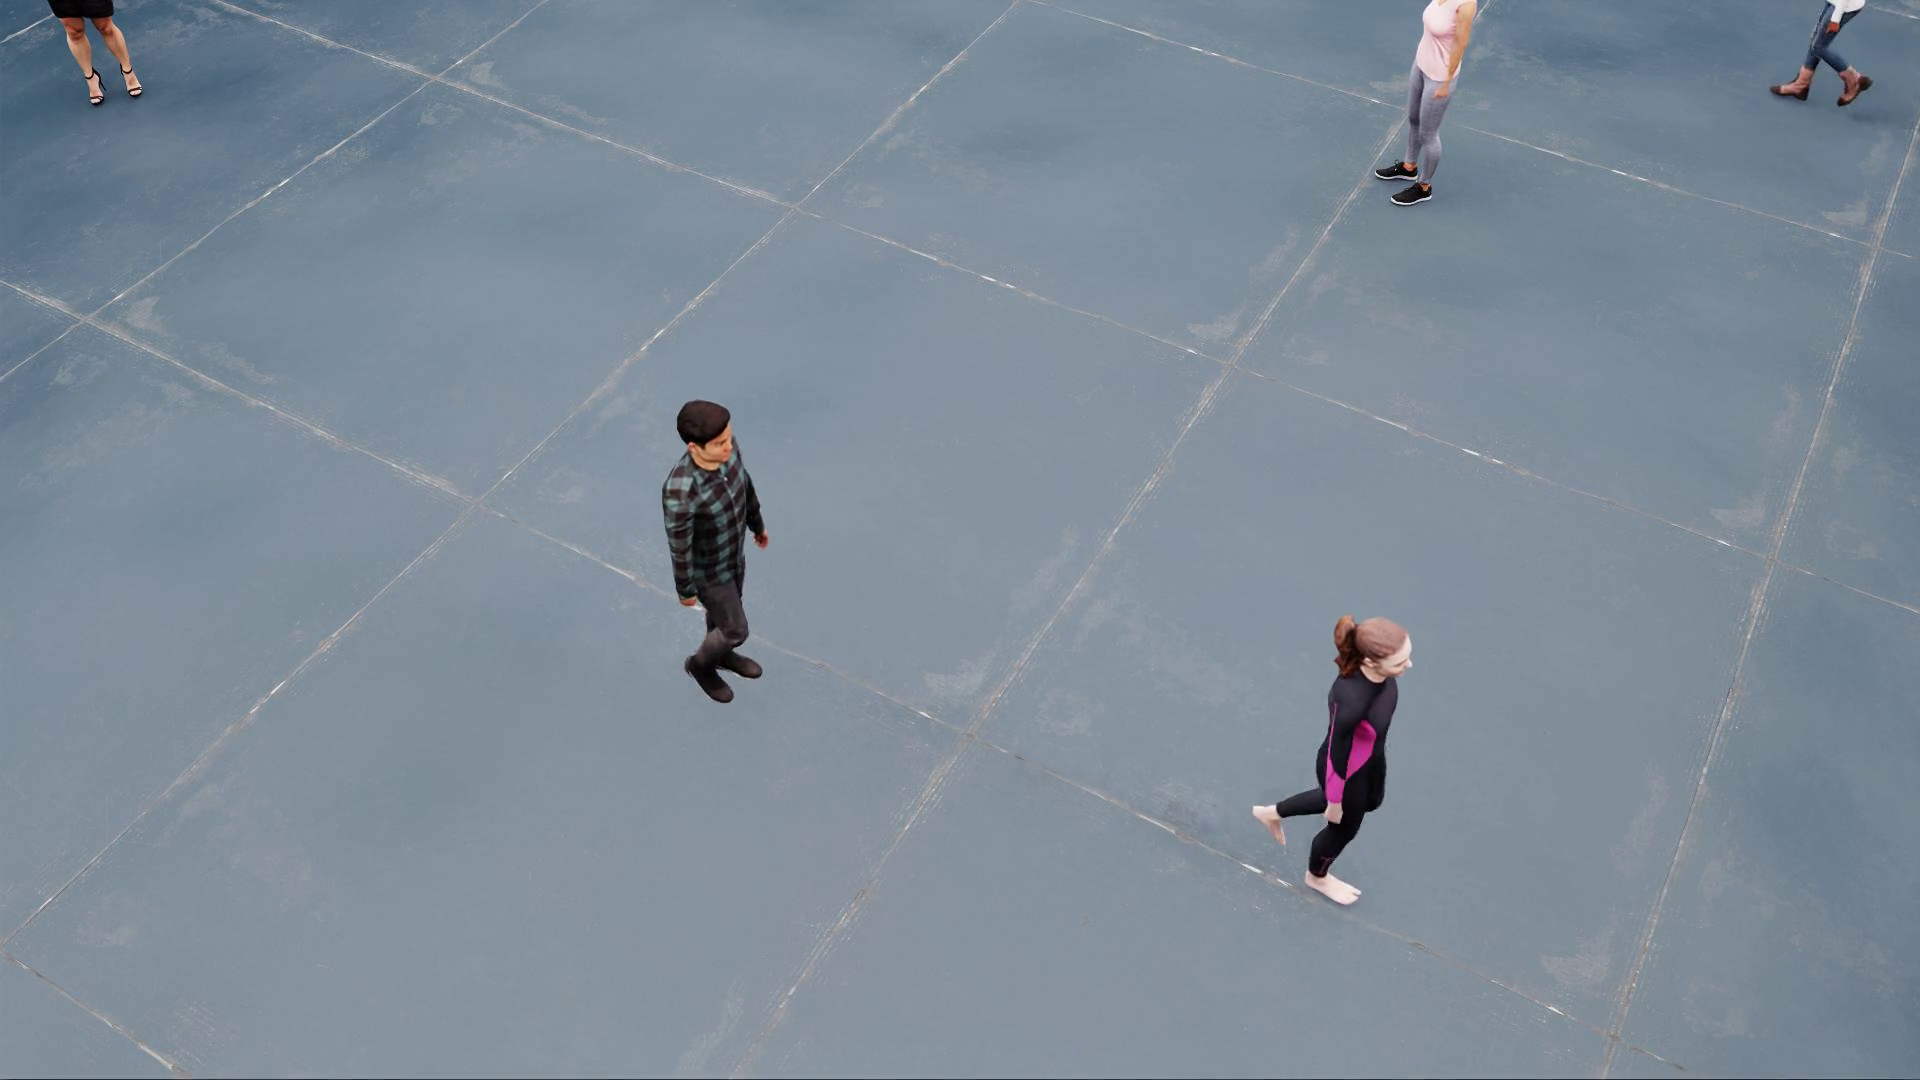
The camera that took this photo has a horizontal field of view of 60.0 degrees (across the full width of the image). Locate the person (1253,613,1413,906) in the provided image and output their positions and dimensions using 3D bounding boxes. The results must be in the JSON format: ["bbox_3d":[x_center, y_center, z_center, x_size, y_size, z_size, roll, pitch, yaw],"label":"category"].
[{"bbox_3d":[1.466,0.857,6.596,0.754,1.731,0.580,21,51,18],"label":"person"}]

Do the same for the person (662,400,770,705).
[{"bbox_3d":[-1.119,0.031,7.082,0.664,1.704,0.744,13,49,12],"label":"person"}]

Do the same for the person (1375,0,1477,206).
[{"bbox_3d":[2.870,-2.833,10.011,0.678,1.726,0.631,-8,48,-7],"label":"person"}]

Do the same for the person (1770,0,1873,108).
[{"bbox_3d":[5.791,-3.464,10.787,0.807,1.443,0.559,20,50,17],"label":"person"}]

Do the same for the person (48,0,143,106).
[{"bbox_3d":[-5.746,-3.631,10.755,0.759,1.718,0.811,-13,49,-12],"label":"person"}]
